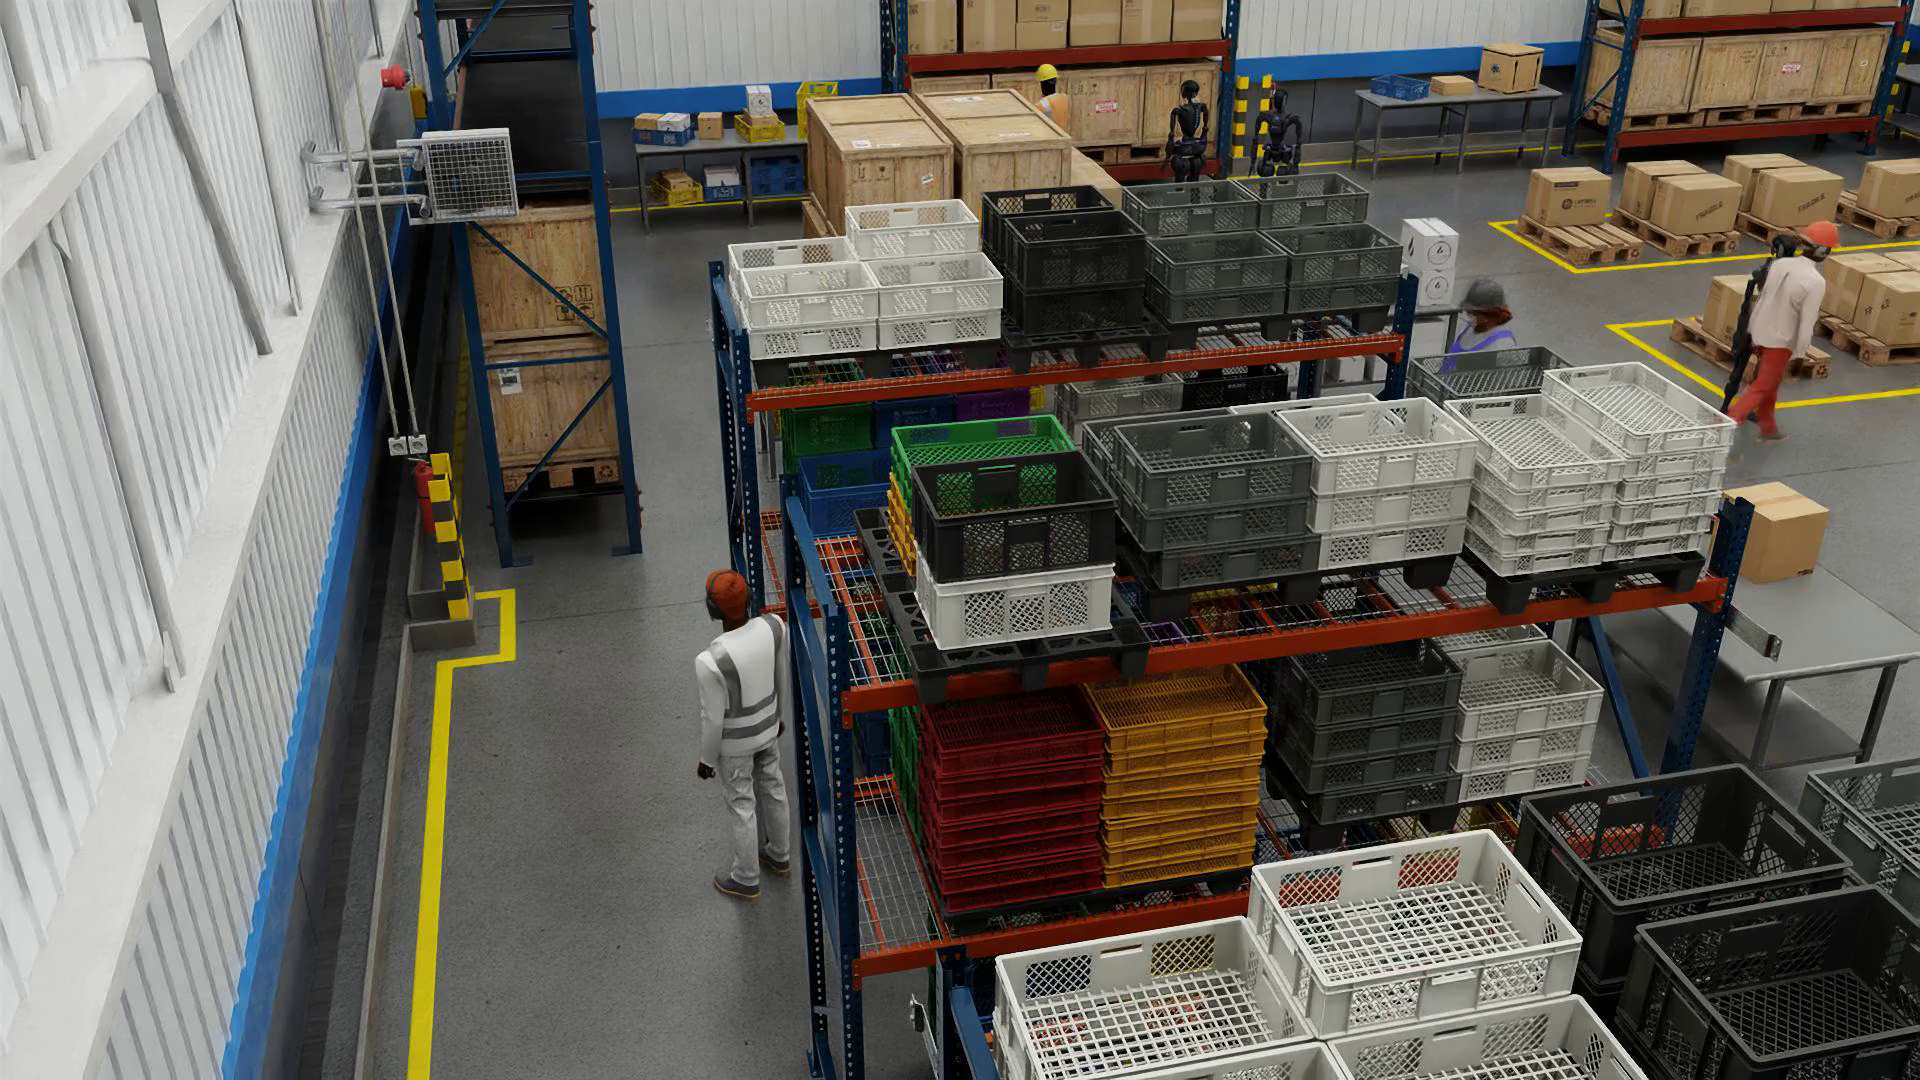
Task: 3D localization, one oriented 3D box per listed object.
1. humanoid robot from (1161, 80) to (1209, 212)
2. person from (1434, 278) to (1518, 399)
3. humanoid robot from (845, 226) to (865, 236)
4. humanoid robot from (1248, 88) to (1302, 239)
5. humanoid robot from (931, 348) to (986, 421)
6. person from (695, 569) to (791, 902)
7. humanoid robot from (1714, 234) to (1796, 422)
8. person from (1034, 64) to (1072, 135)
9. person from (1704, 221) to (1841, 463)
[{"bbox_3d":[2.562,-4.359,18.788,0.587,1.660,0.329,-16,32,-28],"label":"humanoid robot"},{"bbox_3d":[3.621,-0.912,11.878,0.536,2.000,0.679,1,28,2],"label":"person"},{"bbox_3d":[-0.848,-1.850,14.034,0.325,1.654,0.600,-19,33,-31],"label":"humanoid robot"},{"bbox_3d":[3.509,-4.192,18.485,0.579,1.652,0.306,13,31,23],"label":"humanoid robot"},{"bbox_3d":[0.083,-1.081,12.615,0.641,1.657,0.412,7,29,13],"label":"humanoid robot"},{"bbox_3d":[-1.098,0.988,8.437,0.354,1.886,0.572,21,34,34],"label":"person"},{"bbox_3d":[6.685,-1.747,13.850,0.562,1.650,0.357,-8,29,-14],"label":"humanoid robot"},{"bbox_3d":[0.979,-4.287,18.416,0.395,1.913,0.587,22,35,35],"label":"person"},{"bbox_3d":[6.496,-1.598,13.273,0.824,1.962,0.646,-6,28,-11],"label":"person"}]
